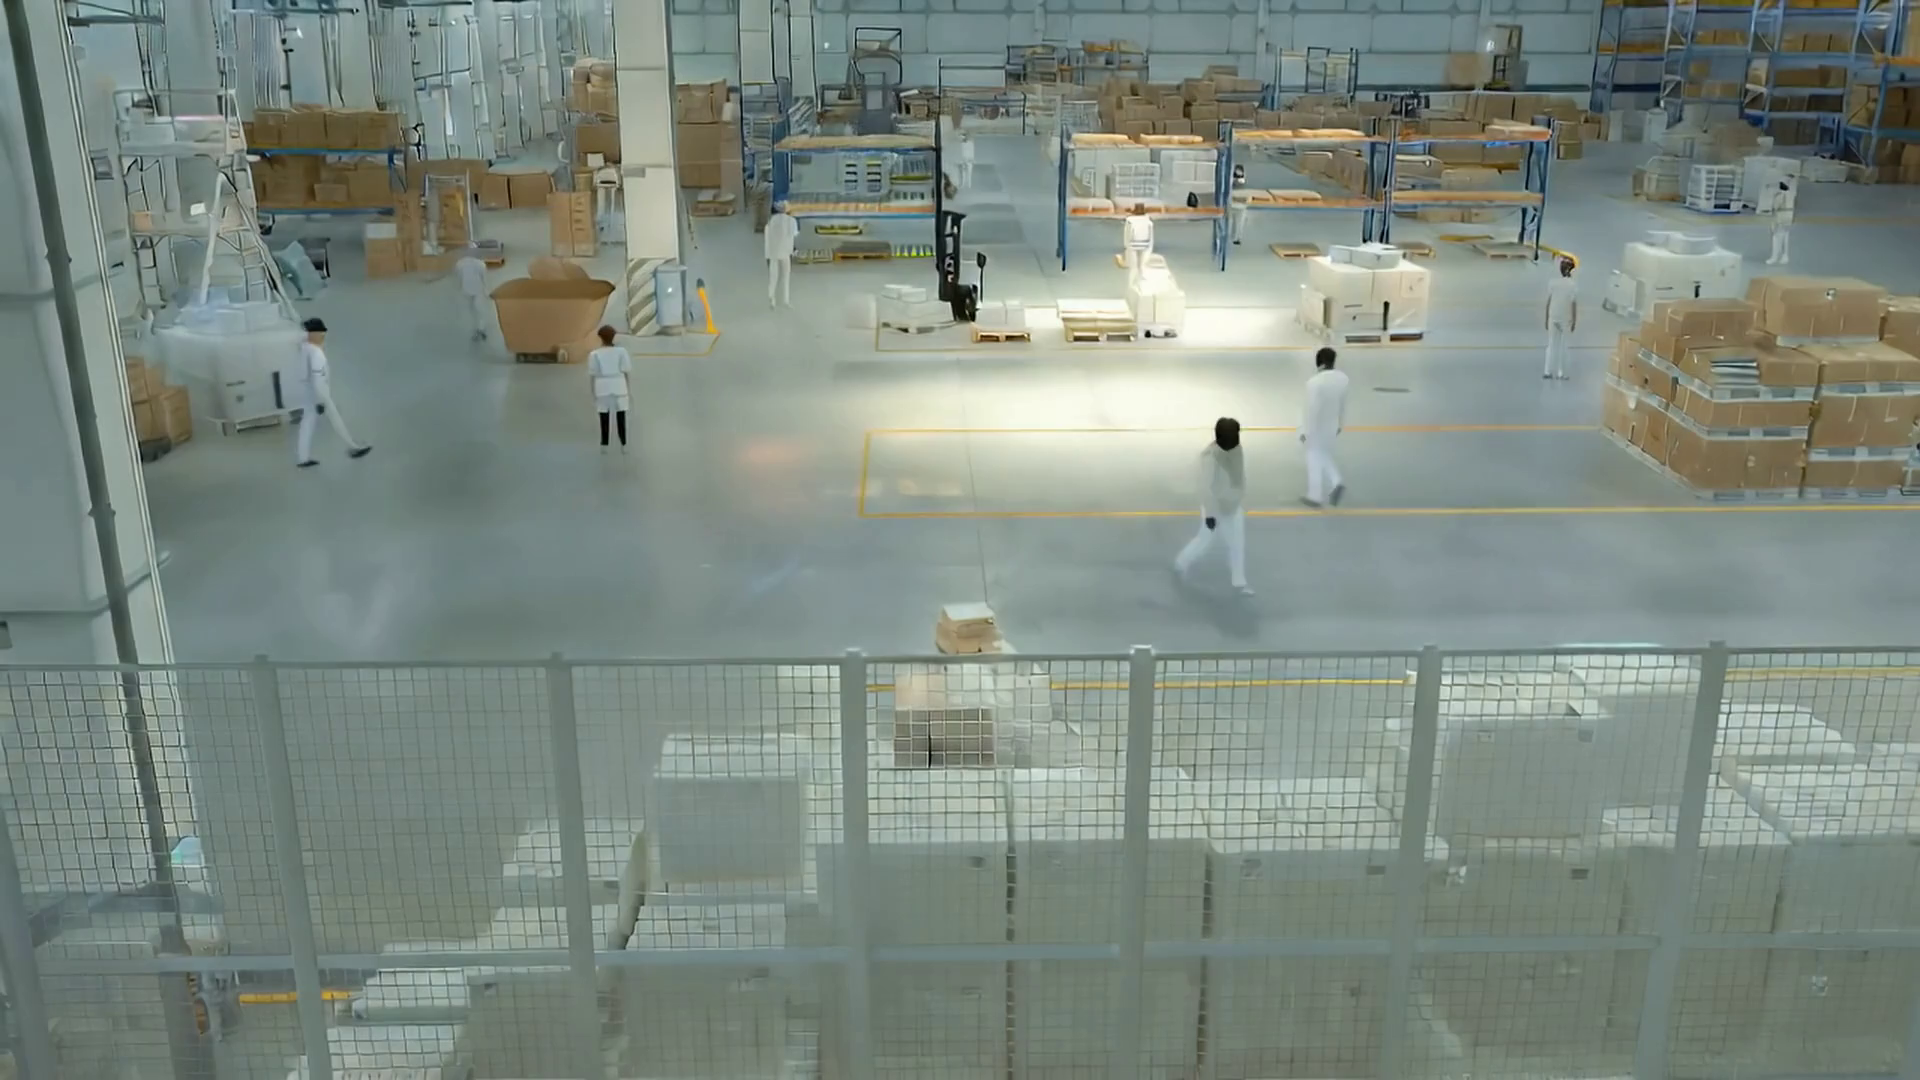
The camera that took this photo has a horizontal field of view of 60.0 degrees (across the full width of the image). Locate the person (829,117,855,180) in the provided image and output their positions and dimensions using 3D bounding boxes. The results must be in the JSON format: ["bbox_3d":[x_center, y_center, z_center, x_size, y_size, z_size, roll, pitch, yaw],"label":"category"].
[{"bbox_3d":[-3.615,-11.982,50.931,0.911,1.903,0.655,8,20,22],"label":"person"}]

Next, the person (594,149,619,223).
[{"bbox_3d":[-8.881,-8.889,41.831,0.601,1.841,0.895,-2,19,-7],"label":"person"}]

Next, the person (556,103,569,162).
[{"bbox_3d":[-13.421,-13.753,56.142,0.394,1.930,0.545,-11,21,-29],"label":"person"}]

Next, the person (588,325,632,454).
[{"bbox_3d":[-4.505,-1.927,21.432,0.575,1.690,0.353,-5,19,-15],"label":"person"}]

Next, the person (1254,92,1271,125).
[{"bbox_3d":[11.434,-15.996,62.883,0.593,1.878,0.980,3,19,10],"label":"person"}]

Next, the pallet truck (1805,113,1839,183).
[{"bbox_3d":[26.403,-11.957,50.702,0.823,1.965,1.885,6,19,16],"label":"pallet truck"}]

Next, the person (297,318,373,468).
[{"bbox_3d":[-8.013,-1.867,20.948,0.974,1.874,0.607,-16,24,-39],"label":"person"}]

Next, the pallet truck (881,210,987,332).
[{"bbox_3d":[-0.493,-4.759,29.349,1.885,1.965,0.823,-13,23,-34],"label":"pallet truck"}]

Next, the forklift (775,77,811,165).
[{"bbox_3d":[-5.920,-13.893,55.085,1.873,2.768,1.129,-1,19,-1],"label":"forklift"}]

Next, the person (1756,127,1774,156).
[{"bbox_3d":[24.386,-11.681,50.412,0.536,1.649,0.858,-2,19,-6],"label":"person"}]

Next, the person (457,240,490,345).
[{"bbox_3d":[-8.166,-4.159,27.958,0.531,1.753,0.410,0,19,-1],"label":"person"}]

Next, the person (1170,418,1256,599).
[{"bbox_3d":[2.551,-0.352,16.573,0.906,1.813,0.627,17,25,42],"label":"person"}]

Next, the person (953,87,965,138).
[{"bbox_3d":[-0.058,-16.567,64.469,0.352,1.937,0.635,-10,21,-26],"label":"person"}]

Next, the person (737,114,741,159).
[{"bbox_3d":[-7.245,-13.645,56.329,0.825,1.596,0.533,-4,19,-10],"label":"person"}]

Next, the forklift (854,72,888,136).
[{"bbox_3d":[-3.003,-15.007,58.391,1.129,2.768,1.873,-6,20,-18],"label":"forklift"}]

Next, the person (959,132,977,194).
[{"bbox_3d":[0.244,-10.820,47.725,0.513,1.725,0.546,-4,19,-12],"label":"person"}]

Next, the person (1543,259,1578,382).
[{"bbox_3d":[9.170,-3.348,25.372,0.329,1.865,0.508,-17,25,-42],"label":"person"}]

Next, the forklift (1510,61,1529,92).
[{"bbox_3d":[22.131,-17.597,66.073,1.873,2.768,1.129,-1,19,-2],"label":"forklift"}]

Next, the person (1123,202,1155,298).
[{"bbox_3d":[3.432,-5.593,32.064,0.633,1.843,0.429,-5,19,-14],"label":"person"}]

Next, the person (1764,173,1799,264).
[{"bbox_3d":[17.749,-6.938,35.931,0.542,1.928,0.399,-4,19,-13],"label":"person"}]

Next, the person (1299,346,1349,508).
[{"bbox_3d":[4.189,-1.281,19.139,0.649,1.926,0.505,-14,23,-35],"label":"person"}]

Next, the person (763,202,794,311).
[{"bbox_3d":[-3.345,-5.255,30.822,0.613,1.995,0.390,-12,22,-32],"label":"person"}]

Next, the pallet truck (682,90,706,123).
[{"bbox_3d":[-9.671,-15.907,62.421,0.823,1.965,1.885,5,19,15],"label":"pallet truck"}]

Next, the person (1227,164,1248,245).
[{"bbox_3d":[6.405,-7.757,38.477,0.514,1.844,0.327,-5,19,-14],"label":"person"}]
